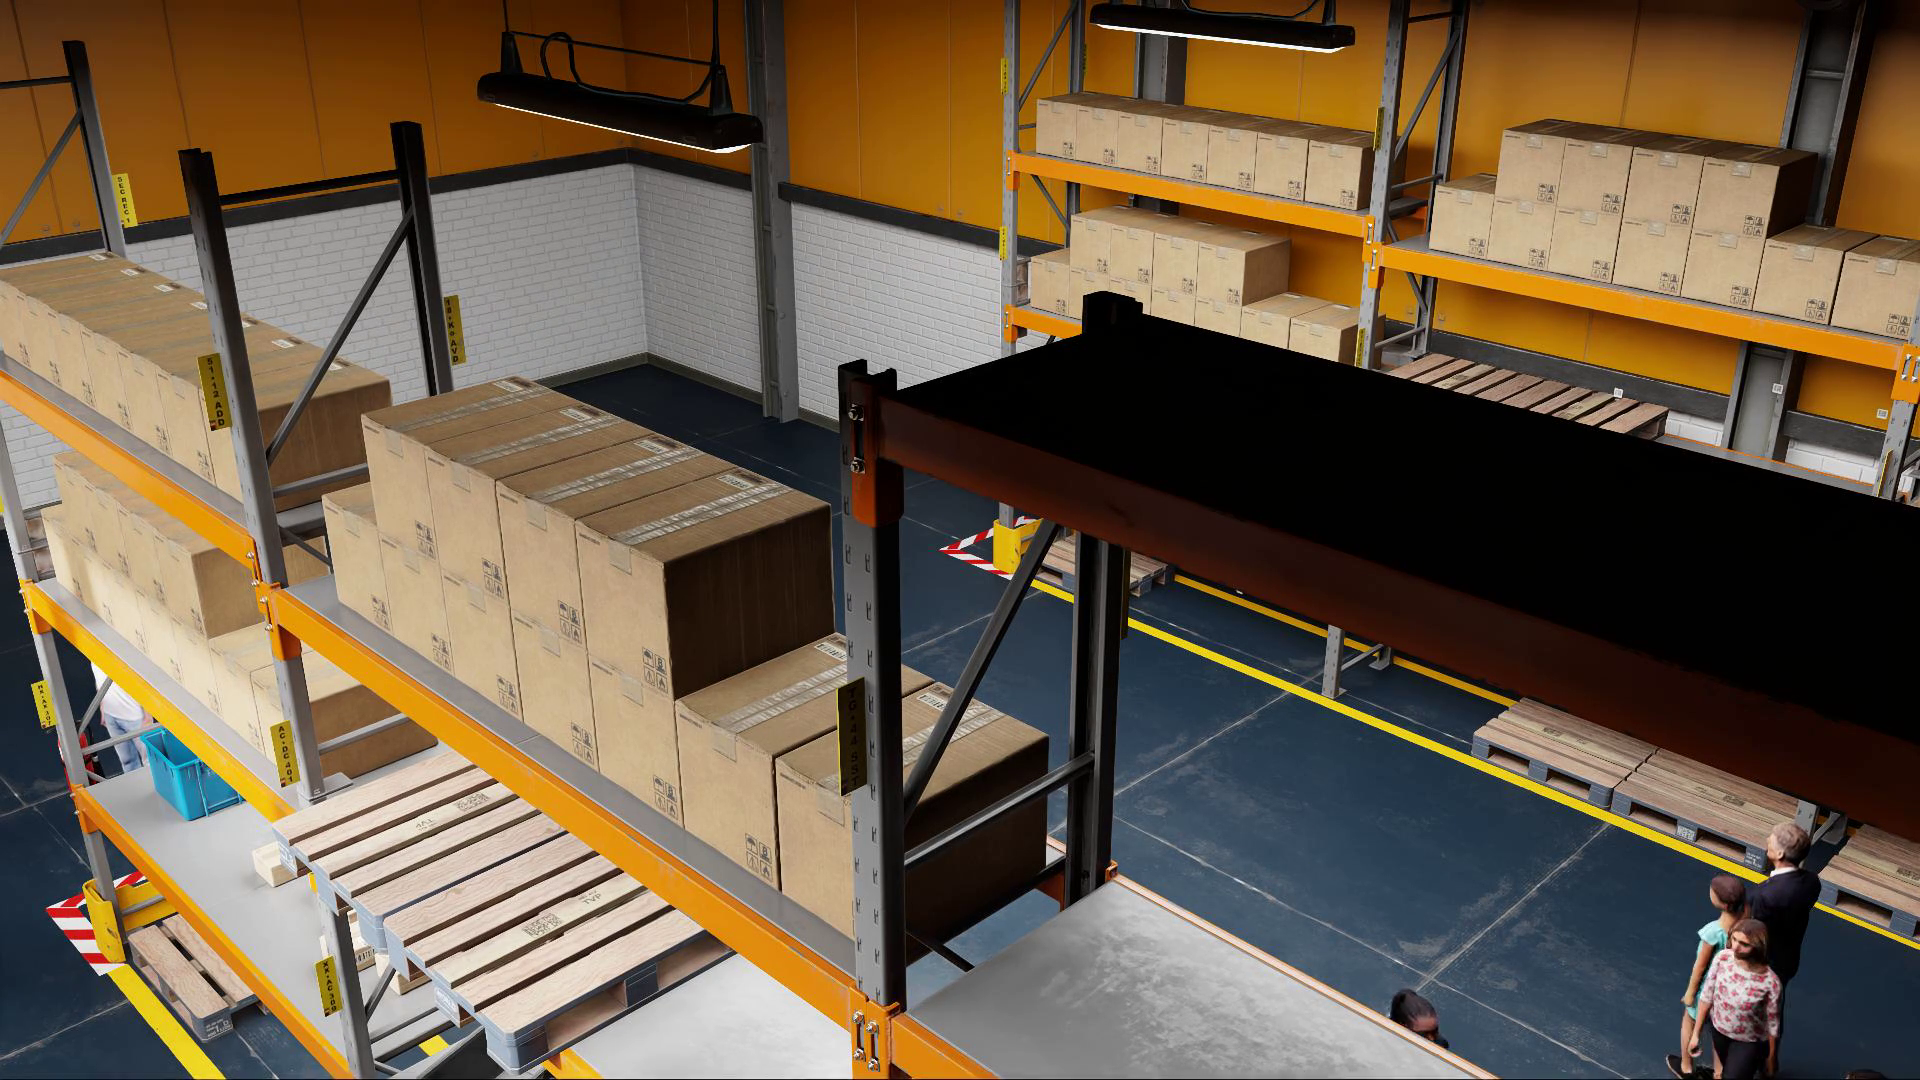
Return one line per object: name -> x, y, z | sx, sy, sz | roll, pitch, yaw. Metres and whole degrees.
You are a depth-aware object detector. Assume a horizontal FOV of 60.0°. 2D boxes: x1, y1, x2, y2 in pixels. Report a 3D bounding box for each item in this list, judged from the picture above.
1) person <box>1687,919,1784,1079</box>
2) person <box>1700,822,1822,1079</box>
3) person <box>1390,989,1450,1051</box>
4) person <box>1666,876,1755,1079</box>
person -> 4.535, 2.835, 9.580 | 0.832, 1.590, 1.095 | -16, 29, -33
person -> 4.878, 2.513, 10.040 | 0.728, 1.811, 0.671 | -13, 27, -28
person -> 2.298, 3.113, 8.832 | 0.953, 1.681, 1.252 | -9, 25, -19
person -> 4.564, 2.699, 9.961 | 0.694, 1.535, 0.752 | -3, 24, -7
